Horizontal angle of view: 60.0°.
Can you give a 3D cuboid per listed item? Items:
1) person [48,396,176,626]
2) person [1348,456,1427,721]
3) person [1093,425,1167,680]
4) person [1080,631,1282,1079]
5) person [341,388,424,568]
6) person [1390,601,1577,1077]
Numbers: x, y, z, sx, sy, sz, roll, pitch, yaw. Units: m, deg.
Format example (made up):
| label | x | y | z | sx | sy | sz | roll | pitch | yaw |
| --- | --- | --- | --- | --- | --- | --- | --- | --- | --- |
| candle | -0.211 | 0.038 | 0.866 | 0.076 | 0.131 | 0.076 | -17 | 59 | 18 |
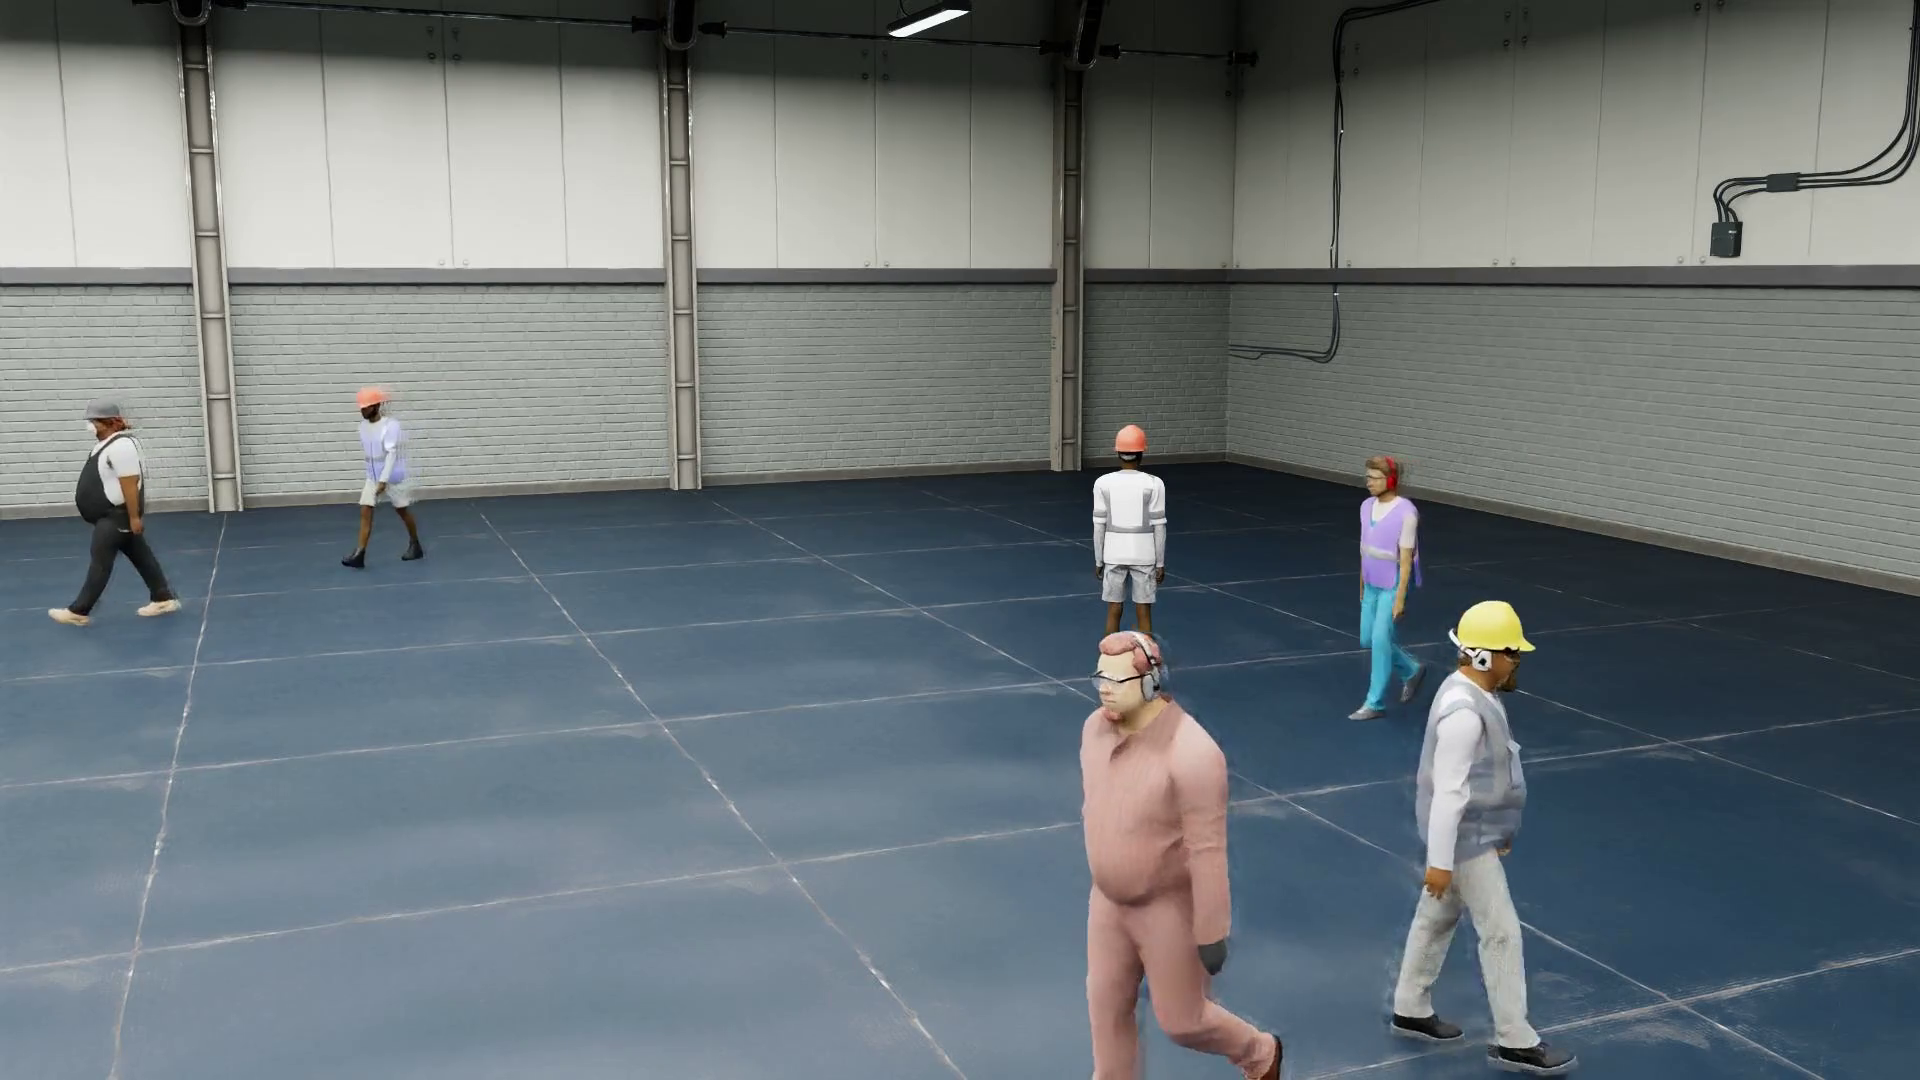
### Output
| label | x | y | z | sx | sy | sz | roll | pitch | yaw |
| --- | --- | --- | --- | --- | --- | --- | --- | --- | --- |
| person | -7.440 | -0.290 | 14.539 | 1.045 | 2.000 | 0.698 | -6 | 11 | -34 |
| person | 2.967 | 0.327 | 11.376 | 0.632 | 1.823 | 0.573 | -4 | 10 | -21 |
| person | 1.250 | 0.125 | 12.242 | 0.543 | 1.942 | 0.354 | 3 | 9 | 16 |
| person | 0.727 | 1.204 | 5.681 | 0.795 | 1.879 | 0.663 | -6 | 11 | -34 |
| person | -6.054 | -0.658 | 17.415 | 0.550 | 1.873 | 1.056 | 3 | 10 | 19 |
| person | 2.055 | 1.128 | 6.373 | 0.812 | 1.797 | 0.636 | 3 | 10 | 19 |
